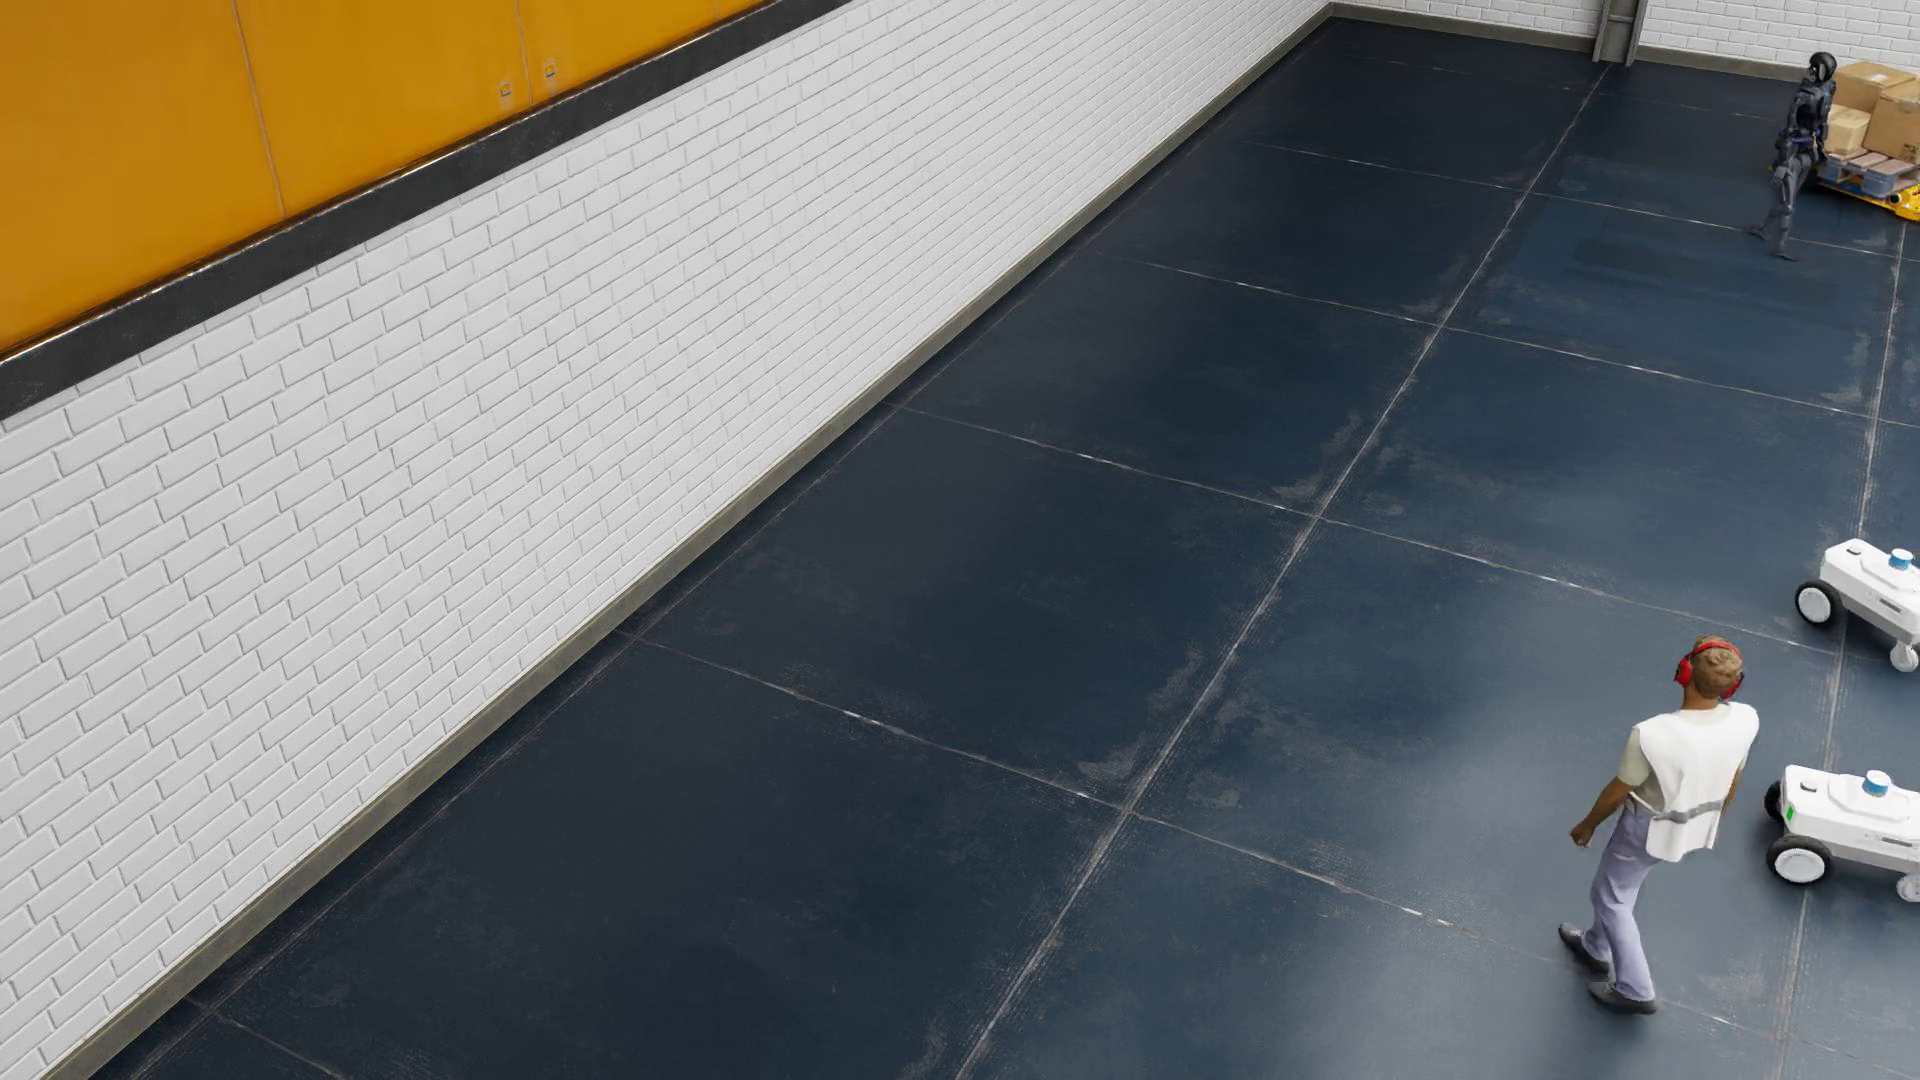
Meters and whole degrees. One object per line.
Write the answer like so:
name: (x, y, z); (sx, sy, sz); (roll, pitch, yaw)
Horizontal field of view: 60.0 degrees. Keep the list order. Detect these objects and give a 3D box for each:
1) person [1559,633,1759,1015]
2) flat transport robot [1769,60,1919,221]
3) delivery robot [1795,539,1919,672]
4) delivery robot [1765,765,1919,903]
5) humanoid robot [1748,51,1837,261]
person: (2.860, 1.166, 6.853); (0.589, 1.807, 0.515); (-15, 37, -21)
flat transport robot: (8.020, -3.204, 14.745); (0.659, 0.231, 1.431); (-21, 39, -28)
delivery robot: (5.134, 0.310, 9.256); (0.499, 0.591, 0.768); (-16, 37, -23)
delivery robot: (4.187, 1.325, 7.740); (0.767, 0.583, 0.499); (12, 36, 17)
humanoid robot: (6.762, -3.109, 13.369); (0.612, 1.655, 0.599); (-21, 39, -28)
